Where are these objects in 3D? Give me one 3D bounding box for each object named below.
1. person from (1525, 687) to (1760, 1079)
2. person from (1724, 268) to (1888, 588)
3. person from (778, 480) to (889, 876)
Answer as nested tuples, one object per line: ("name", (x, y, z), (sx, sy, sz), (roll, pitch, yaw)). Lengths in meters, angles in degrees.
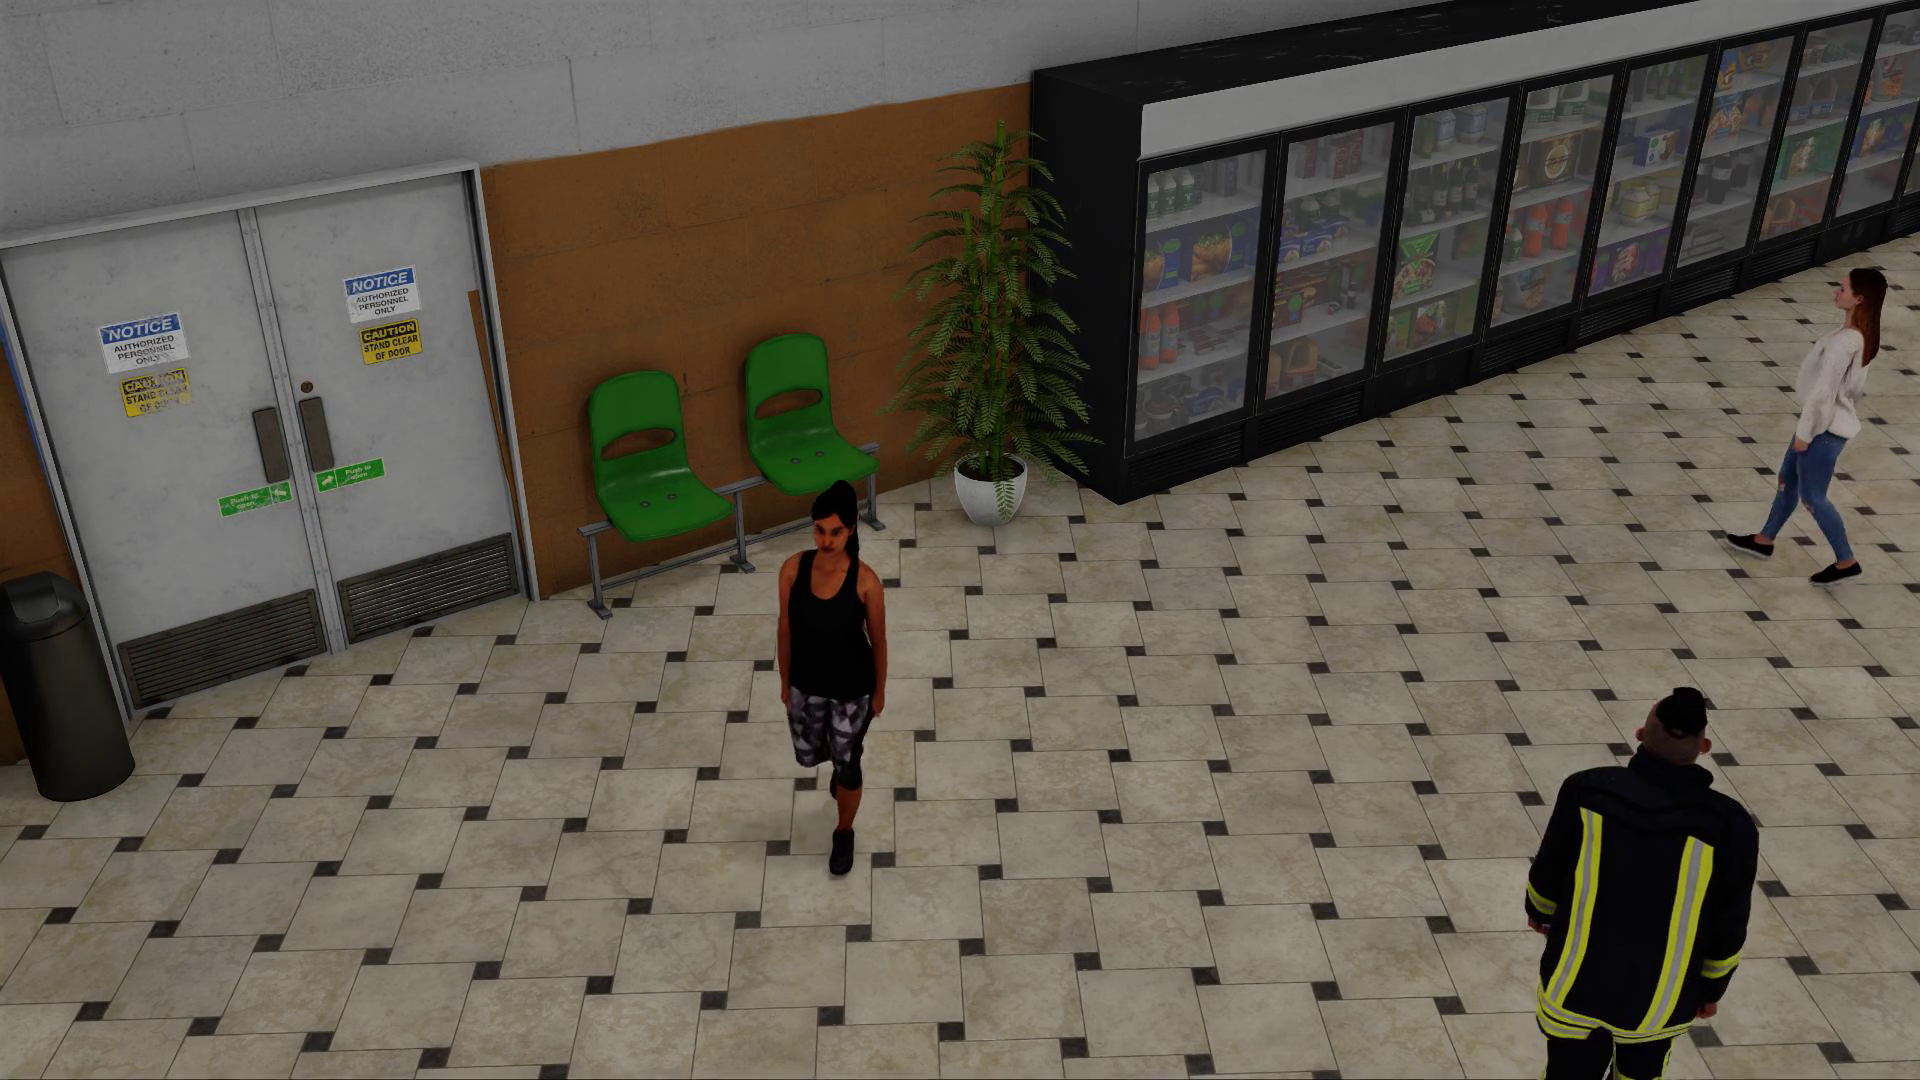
("person", (1.972, 1.265, 4.941), (0.937, 1.844, 1.012), (13, 31, 23))
("person", (4.446, -0.549, 8.436), (1.018, 1.678, 0.787), (21, 35, 33))
("person", (-0.478, 0.508, 6.532), (0.852, 1.648, 0.901), (6, 29, 11))
